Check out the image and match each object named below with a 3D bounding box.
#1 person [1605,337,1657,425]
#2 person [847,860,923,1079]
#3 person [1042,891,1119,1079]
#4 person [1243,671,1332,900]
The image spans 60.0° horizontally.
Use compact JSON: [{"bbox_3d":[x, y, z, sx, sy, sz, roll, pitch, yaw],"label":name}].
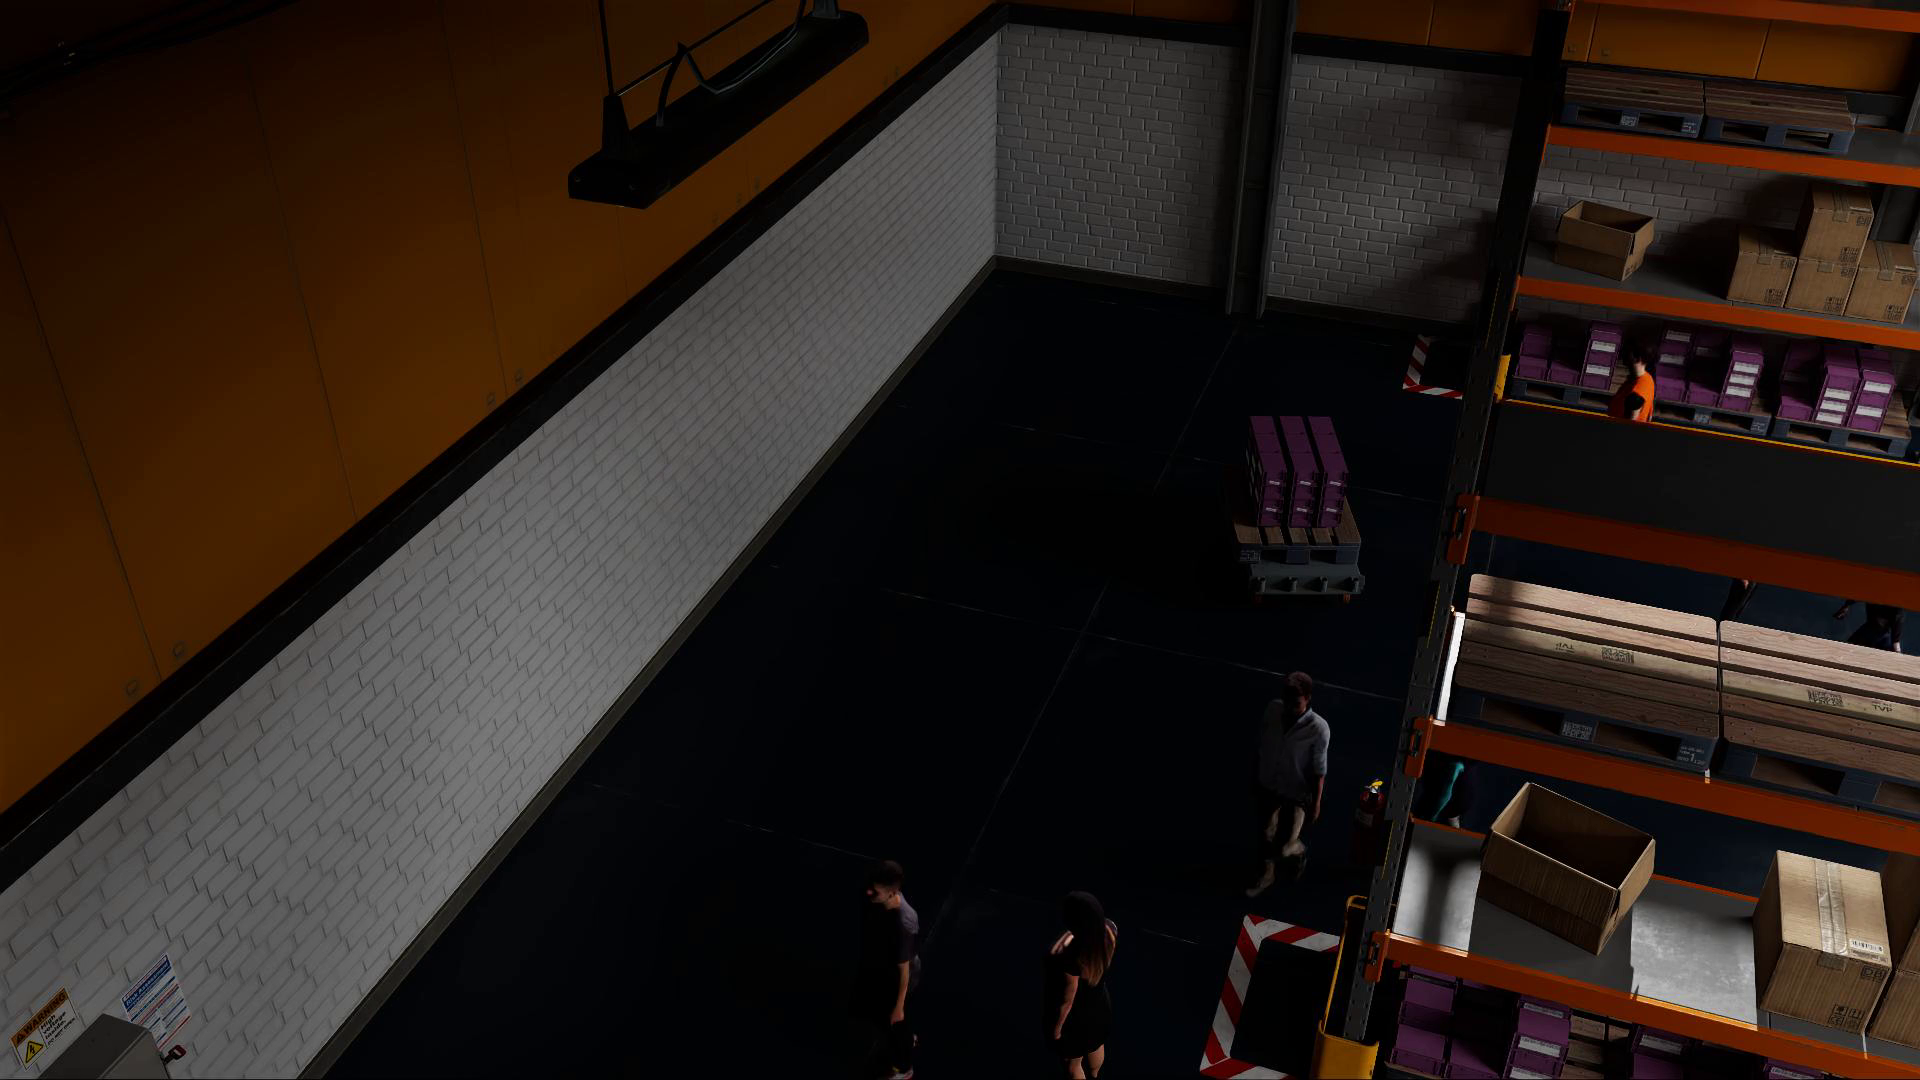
[{"bbox_3d":[5.702,-0.822,14.125,0.684,1.872,0.696,13,36,18],"label":"person"},{"bbox_3d":[-0.325,2.415,9.363,0.853,1.752,0.774,-19,38,-27],"label":"person"},{"bbox_3d":[0.664,2.576,9.152,0.678,1.718,0.705,21,39,28],"label":"person"},{"bbox_3d":[2.135,1.541,10.605,0.864,1.834,0.801,-29,43,-36],"label":"person"}]
